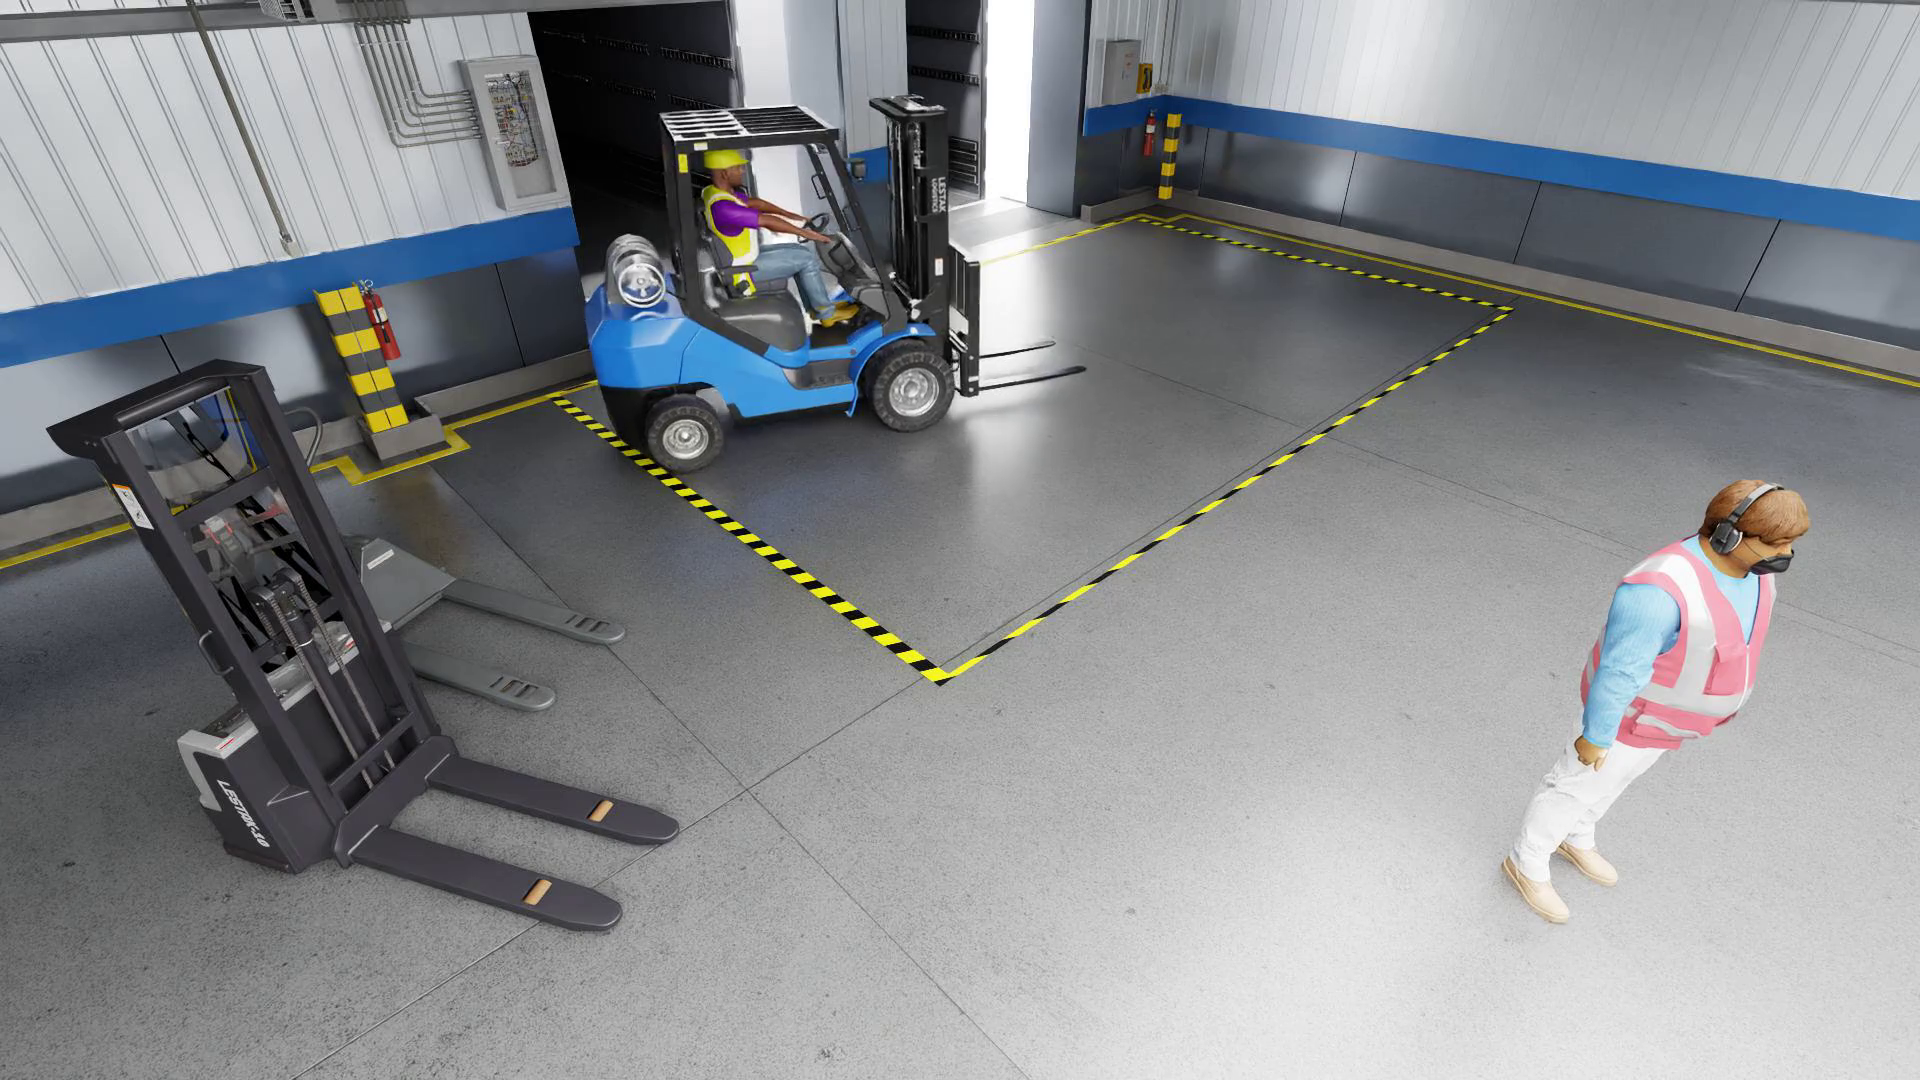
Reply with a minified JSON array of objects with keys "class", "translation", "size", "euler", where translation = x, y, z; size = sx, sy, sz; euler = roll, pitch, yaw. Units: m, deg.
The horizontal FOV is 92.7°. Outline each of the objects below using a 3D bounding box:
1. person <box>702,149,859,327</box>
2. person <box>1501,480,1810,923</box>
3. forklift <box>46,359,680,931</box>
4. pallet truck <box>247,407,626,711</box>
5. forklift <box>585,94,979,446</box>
[{"class":"person","translation":[-1.246,-2.112,6.430],"size":[1.004,1.294,0.635],"euler":[-12,36,-17]},{"class":"person","translation":[2.415,0.602,3.226],"size":[0.626,1.843,0.429],"euler":[-17,38,-23]},{"class":"forklift","translation":[-2.135,0.422,3.354],"size":[1.885,1.965,0.823],"euler":[10,35,14]},{"class":"pallet truck","translation":[-2.628,0.038,4.590],"size":[1.601,1.201,0.680],"euler":[12,36,18]},{"class":"forklift","translation":[-1.304,-1.949,6.524],"size":[2.680,2.036,1.157],"euler":[-12,36,-17]}]
